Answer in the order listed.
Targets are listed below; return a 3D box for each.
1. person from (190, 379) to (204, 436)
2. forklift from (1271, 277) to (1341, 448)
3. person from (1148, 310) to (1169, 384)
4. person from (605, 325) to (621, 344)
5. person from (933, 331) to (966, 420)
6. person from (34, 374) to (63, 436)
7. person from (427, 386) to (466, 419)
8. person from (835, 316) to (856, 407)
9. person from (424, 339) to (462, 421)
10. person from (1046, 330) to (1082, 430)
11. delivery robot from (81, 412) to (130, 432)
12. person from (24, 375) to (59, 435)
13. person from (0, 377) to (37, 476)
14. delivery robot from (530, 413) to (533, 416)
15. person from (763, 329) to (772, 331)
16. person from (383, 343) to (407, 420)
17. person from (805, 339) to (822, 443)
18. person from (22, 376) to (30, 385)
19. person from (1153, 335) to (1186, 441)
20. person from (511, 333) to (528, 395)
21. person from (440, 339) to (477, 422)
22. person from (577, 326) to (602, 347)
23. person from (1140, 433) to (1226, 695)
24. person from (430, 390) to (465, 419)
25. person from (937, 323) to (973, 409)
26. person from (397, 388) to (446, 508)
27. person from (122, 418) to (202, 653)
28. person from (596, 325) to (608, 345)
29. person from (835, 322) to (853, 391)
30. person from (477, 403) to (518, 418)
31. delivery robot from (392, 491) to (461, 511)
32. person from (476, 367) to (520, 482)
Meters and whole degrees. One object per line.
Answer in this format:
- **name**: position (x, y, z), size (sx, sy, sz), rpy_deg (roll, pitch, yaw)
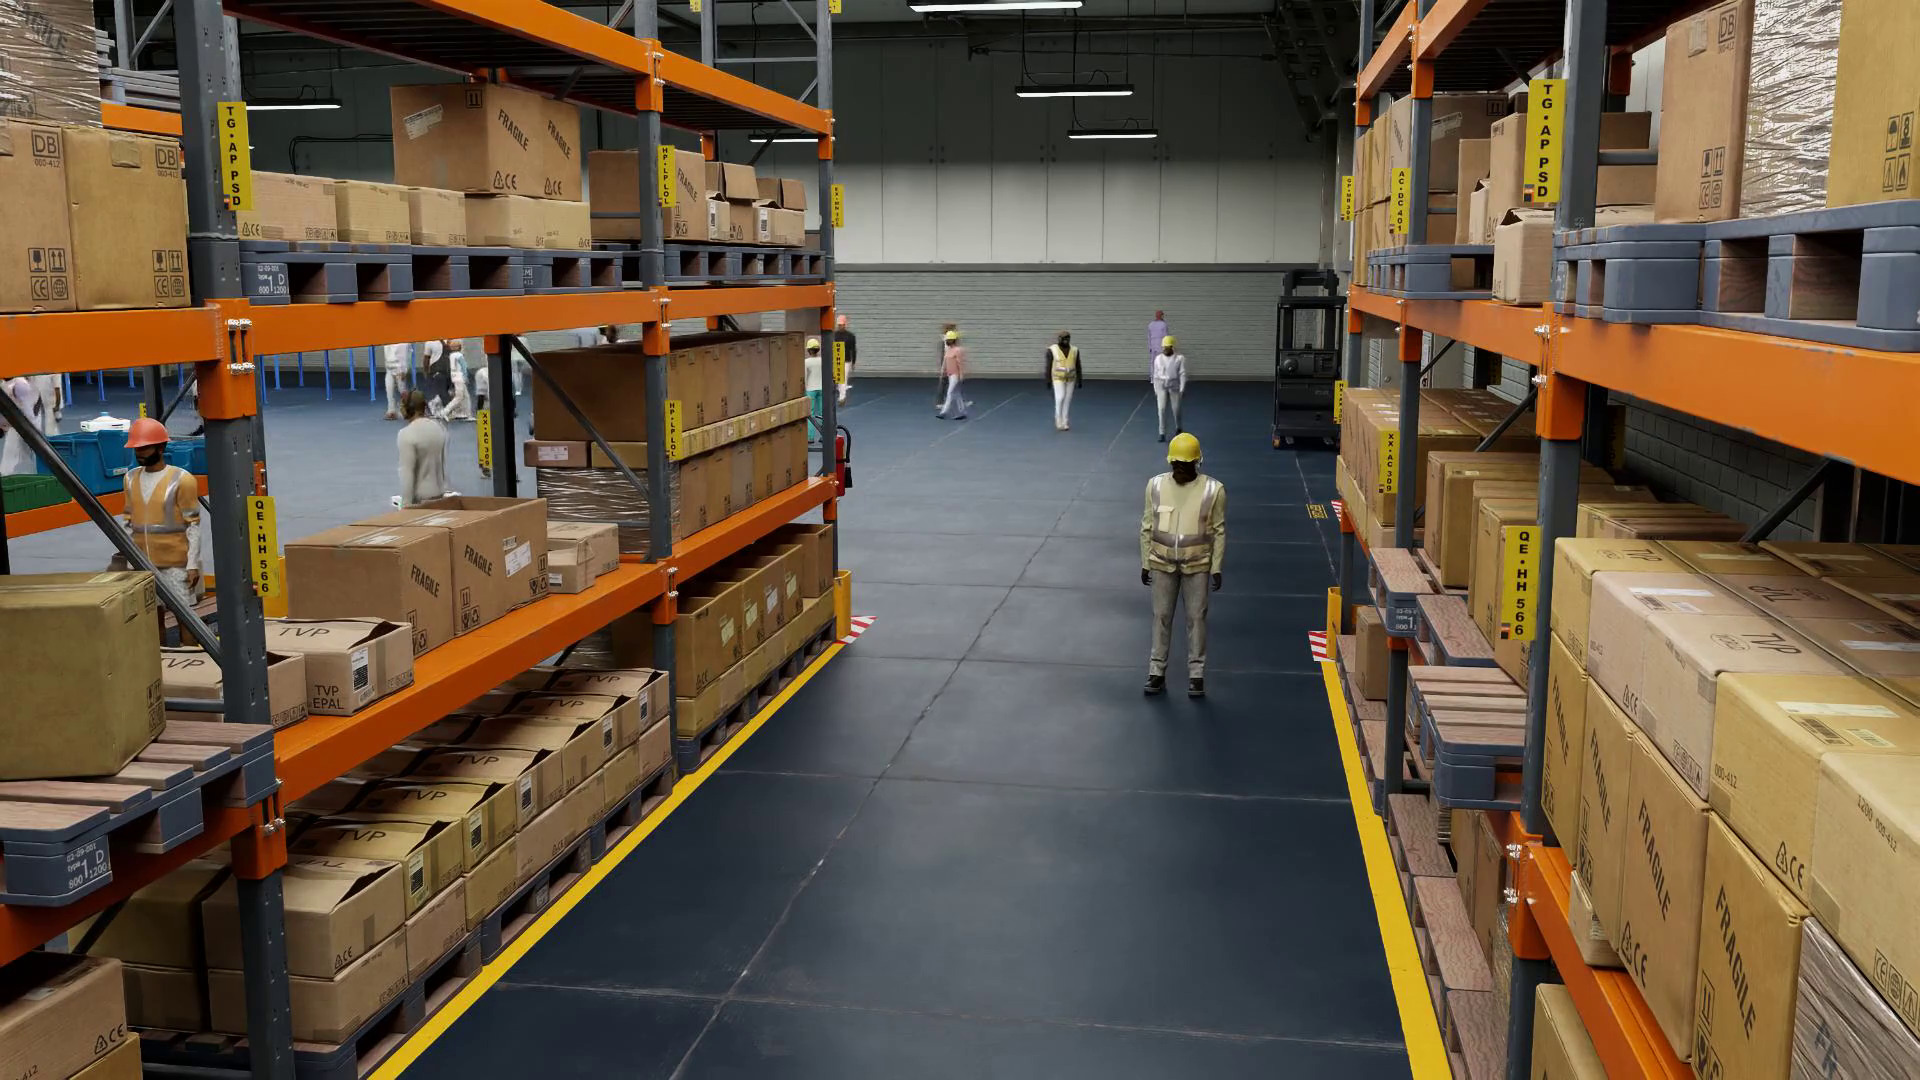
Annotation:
- **person**: position (-11.648, -2.030, 25.507), size (0.812, 1.661, 0.530), rpy_deg (-1, 9, -6)
- **forklift**: position (5.847, -3.016, 27.970), size (1.129, 2.768, 1.873), rpy_deg (1, 9, 9)
- **person**: position (5.133, -4.948, 42.728), size (0.410, 1.913, 0.651), rpy_deg (-8, 12, -42)
- **person**: position (-6.739, -3.196, 32.056), size (0.971, 1.874, 0.596), rpy_deg (-9, 13, -43)
- **person**: position (-0.225, -3.209, 32.543), size (0.870, 1.723, 0.553), rpy_deg (-5, 11, -31)
- **person**: position (-13.128, -1.873, 23.928), size (0.390, 1.866, 0.530), rpy_deg (-9, 13, -44)
- **person**: position (-10.150, -3.319, 32.798), size (0.703, 1.886, 0.645), rpy_deg (-4, 10, -23)
- **person**: position (-2.577, -3.881, 36.094), size (0.603, 1.942, 1.050), rpy_deg (2, 9, 11)
- **person**: position (-10.059, -3.322, 32.438), size (0.687, 2.000, 1.001), rpy_deg (-7, 12, -39)
- **person**: position (1.948, -2.912, 30.440), size (0.654, 1.822, 0.651), rpy_deg (-3, 10, -17)
- **delivery robot**: position (-14.355, -1.902, 27.958), size (0.477, 0.478, 0.707), rpy_deg (9, 13, 44)
- **person**: position (-14.922, -2.379, 27.019), size (0.508, 1.872, 0.329), rpy_deg (-6, 11, -33)
- **person**: position (-12.401, -1.491, 21.799), size (0.654, 1.789, 0.977), rpy_deg (9, 13, 44)
- **delivery robot**: position (-7.567, -2.364, 30.009), size (0.335, 0.223, 0.698), rpy_deg (-4, 10, -22)
- **person**: position (-3.284, -2.662, 28.582), size (0.627, 1.921, 0.690), rpy_deg (3, 10, 19)
- **person**: position (-11.085, -3.346, 32.824), size (0.601, 1.920, 0.748), rpy_deg (4, 10, 26)
- **person**: position (-2.480, -2.527, 28.249), size (0.523, 1.769, 0.309), rpy_deg (-7, 12, -38)
- **person**: position (-16.213, -2.779, 29.294), size (0.630, 1.940, 1.073), rpy_deg (-4, 10, -21)
- **person**: position (3.626, -2.631, 28.741), size (0.597, 1.814, 0.726), rpy_deg (3, 10, 19)
- **person**: position (-10.495, -4.234, 39.216), size (0.531, 1.607, 0.645), rpy_deg (-7, 11, -36)
- **person**: position (-9.691, -3.064, 32.029), size (0.745, 1.605, 0.517), rpy_deg (-6, 11, -32)
- **person**: position (-8.693, -4.380, 39.285), size (0.663, 1.888, 1.003), rpy_deg (2, 9, 12)
- **person**: position (1.528, 0.164, 11.477), size (0.589, 1.822, 0.403), rpy_deg (3, 10, 17)
- **person**: position (-10.102, -3.188, 32.897), size (0.523, 1.585, 0.909), rpy_deg (4, 10, 25)
- **person**: position (-0.117, -3.674, 35.179), size (0.893, 1.806, 0.543), rpy_deg (-4, 10, -25)
- **person**: position (-4.620, -0.374, 14.544), size (0.767, 1.918, 0.627), rpy_deg (1, 9, 8)
- **person**: position (-5.442, 0.134, 11.312), size (0.551, 1.935, 0.375), rpy_deg (2, 9, 11)
- **person**: position (-7.485, -3.732, 35.226), size (0.519, 1.907, 0.608), rpy_deg (-2, 9, -12)
- **person**: position (-3.092, -4.459, 39.884), size (1.007, 1.853, 0.642), rpy_deg (-1, 9, -3)
- **person**: position (-9.230, -3.367, 32.988), size (0.567, 1.916, 0.702), rpy_deg (7, 11, 36)
- **delivery robot**: position (-6.016, -0.411, 18.762), size (0.707, 0.478, 0.477), rpy_deg (-6, 11, -34)
- **person**: position (-6.485, -1.795, 23.253), size (0.606, 1.928, 0.964), rpy_deg (-6, 11, -33)
